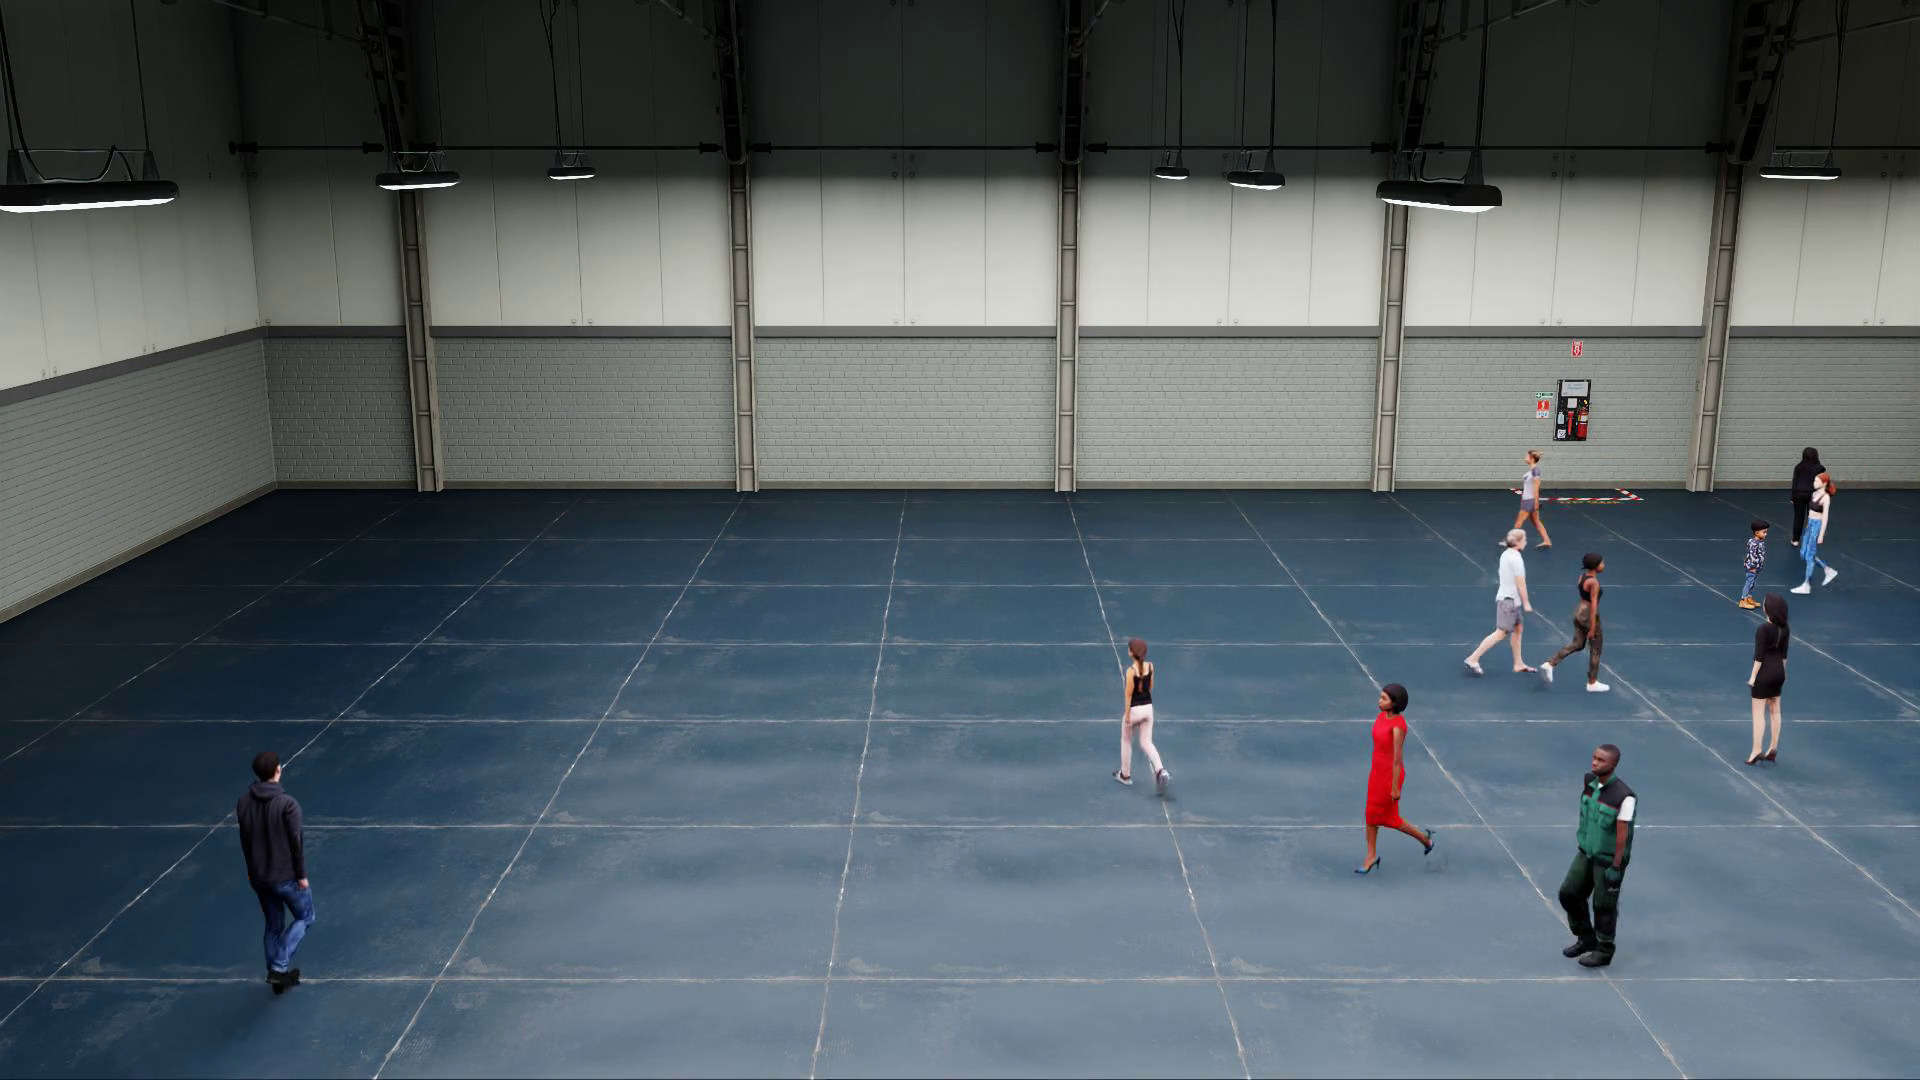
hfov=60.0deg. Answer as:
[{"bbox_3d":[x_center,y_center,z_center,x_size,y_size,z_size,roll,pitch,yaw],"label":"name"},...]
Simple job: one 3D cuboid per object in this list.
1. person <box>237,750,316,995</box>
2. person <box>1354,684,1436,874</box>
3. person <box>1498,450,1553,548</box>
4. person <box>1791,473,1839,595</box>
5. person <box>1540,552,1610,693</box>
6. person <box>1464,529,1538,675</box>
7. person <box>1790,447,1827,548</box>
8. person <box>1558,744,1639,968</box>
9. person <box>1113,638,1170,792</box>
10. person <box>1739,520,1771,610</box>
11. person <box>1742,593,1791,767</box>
[{"bbox_3d":[-5.128,2.517,12.326,0.737,1.876,0.837,4,13,15],"label":"person"},{"bbox_3d":[3.795,2.094,14.487,0.999,1.725,0.694,-3,13,-11],"label":"person"},{"bbox_3d":[9.167,-0.605,26.470,1.104,1.578,0.775,4,14,15],"label":"person"},{"bbox_3d":[12.322,-0.086,23.792,0.871,1.775,0.595,1,13,3],"label":"person"},{"bbox_3d":[7.244,0.966,19.458,1.039,1.680,0.615,-1,13,-3],"label":"person"},{"bbox_3d":[6.516,0.773,20.020,1.146,1.802,0.740,2,13,9],"label":"person"},{"bbox_3d":[13.631,-0.687,26.750,0.698,1.611,0.797,6,14,24],"label":"person"},{"bbox_3d":[5.017,2.430,12.814,0.807,1.825,0.790,-6,14,-23],"label":"person"},{"bbox_3d":[1.816,1.732,16.449,0.942,1.546,0.868,-8,15,-30],"label":"person"},{"bbox_3d":[11.051,0.332,23.151,0.562,1.250,0.631,-11,17,-39],"label":"person"},{"bbox_3d":[8.330,1.438,17.150,0.572,1.802,0.727,-5,14,-22],"label":"person"}]
